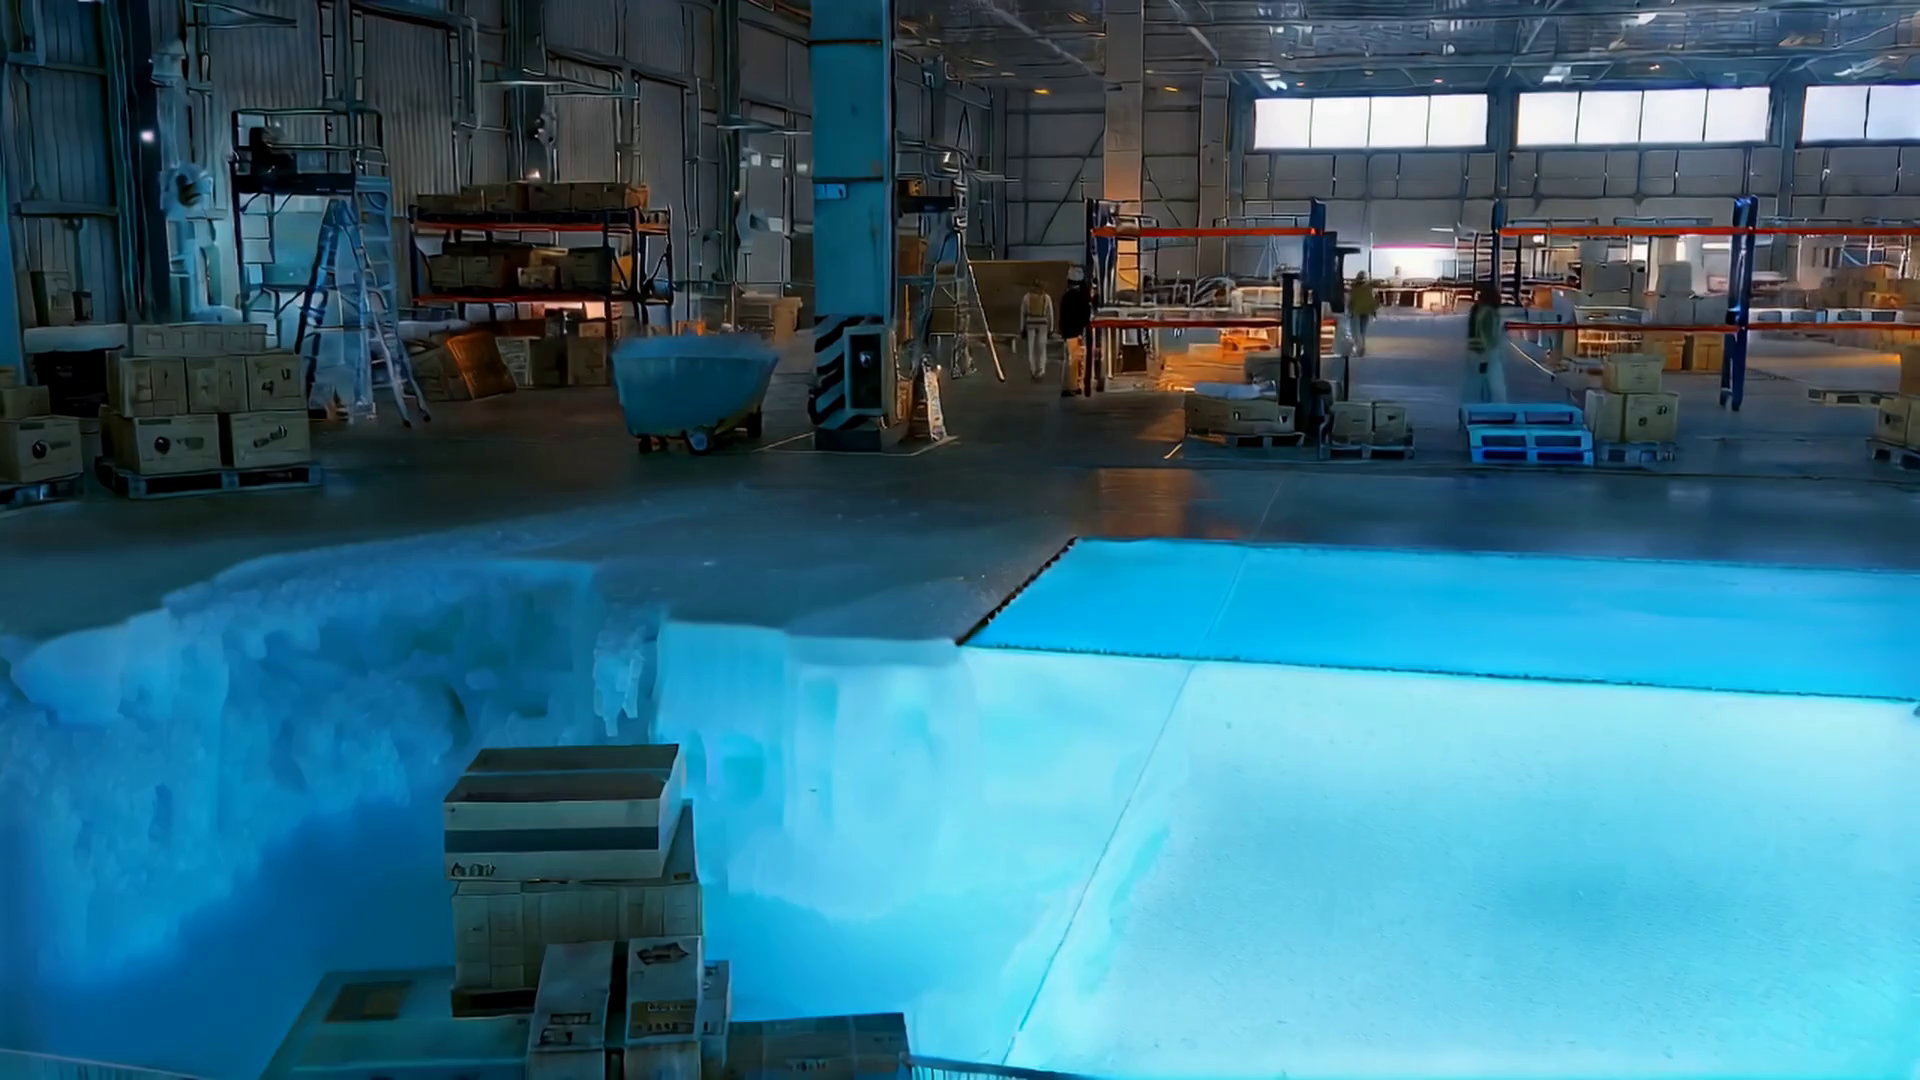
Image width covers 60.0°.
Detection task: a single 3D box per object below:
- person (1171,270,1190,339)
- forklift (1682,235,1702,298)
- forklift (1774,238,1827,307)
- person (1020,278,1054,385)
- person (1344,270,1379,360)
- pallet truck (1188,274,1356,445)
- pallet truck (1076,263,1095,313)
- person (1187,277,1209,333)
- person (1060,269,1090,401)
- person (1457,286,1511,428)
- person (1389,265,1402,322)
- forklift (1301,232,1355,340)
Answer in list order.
[{"bbox_3d":[5.930,-6.344,44.801,0.506,1.847,0.345,-3,10,-18],"label":"person"},{"bbox_3d":[21.456,-7.561,48.920,1.873,2.768,1.129,2,10,14],"label":"forklift"},{"bbox_3d":[28.508,-8.730,55.807,1.129,2.768,1.873,-5,11,-26],"label":"forklift"},{"bbox_3d":[1.323,-3.585,28.659,0.576,1.821,1.032,1,10,6],"label":"person"},{"bbox_3d":[8.496,-4.761,35.293,0.659,1.915,0.784,6,11,32],"label":"person"},{"bbox_3d":[3.653,-2.138,19.590,1.885,1.965,0.823,-4,10,-20],"label":"pallet truck"},{"bbox_3d":[4.325,-8.180,55.162,0.823,1.965,1.885,6,11,31],"label":"pallet truck"},{"bbox_3d":[6.855,-6.743,47.821,0.726,1.607,0.531,3,10,17],"label":"person"},{"bbox_3d":[1.739,-3.124,25.390,0.372,1.997,0.621,-4,10,-22],"label":"person"},{"bbox_3d":[6.773,-2.305,21.116,0.899,1.800,0.639,-1,10,-4],"label":"person"},{"bbox_3d":[14.807,-8.376,56.489,0.362,1.939,0.542,7,12,36],"label":"person"},{"bbox_3d":[9.261,-6.579,43.143,1.873,2.768,1.129,-7,12,-36],"label":"forklift"}]
